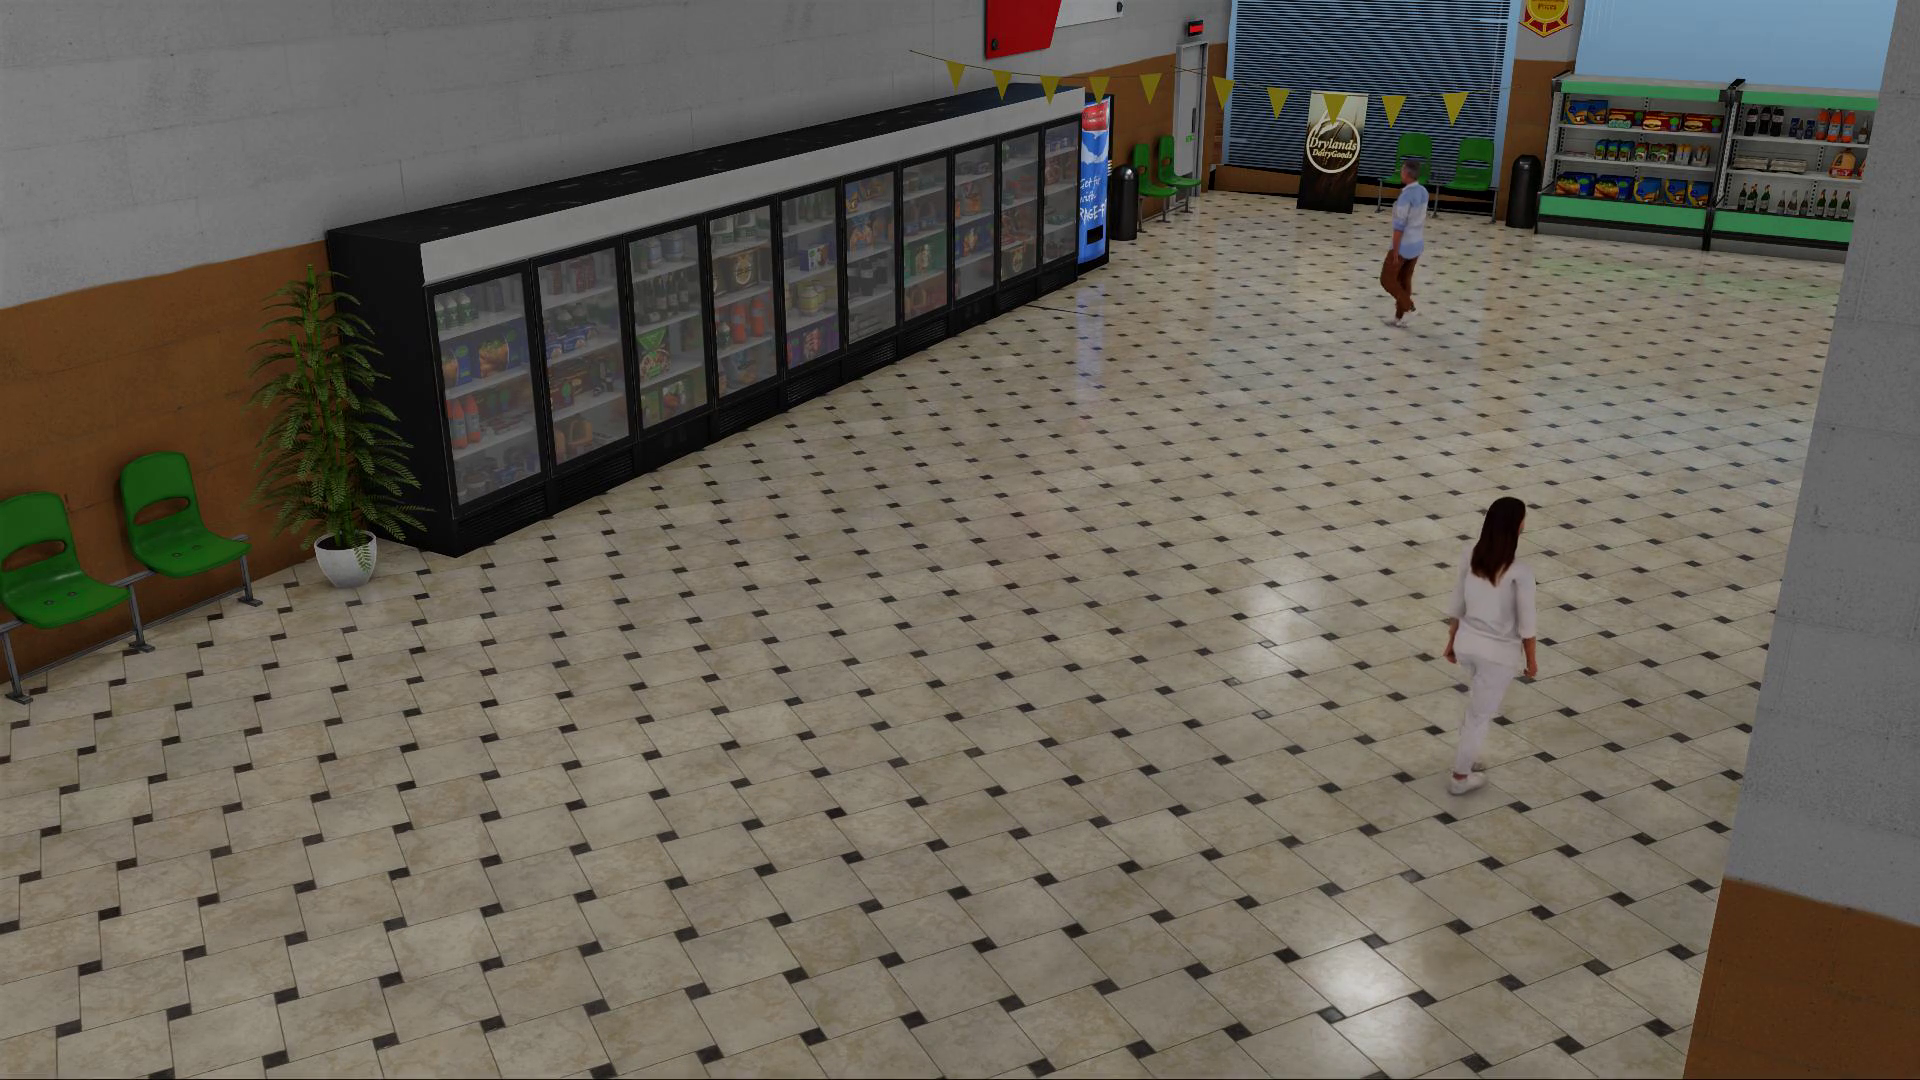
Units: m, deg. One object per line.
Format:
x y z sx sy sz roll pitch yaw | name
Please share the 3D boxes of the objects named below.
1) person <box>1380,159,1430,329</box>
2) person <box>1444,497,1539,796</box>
4.838 -3.142 17.802 0.848 1.814 0.792 20 30 41 | person
2.717 0.588 8.705 0.775 1.676 0.677 -14 26 -32 | person
